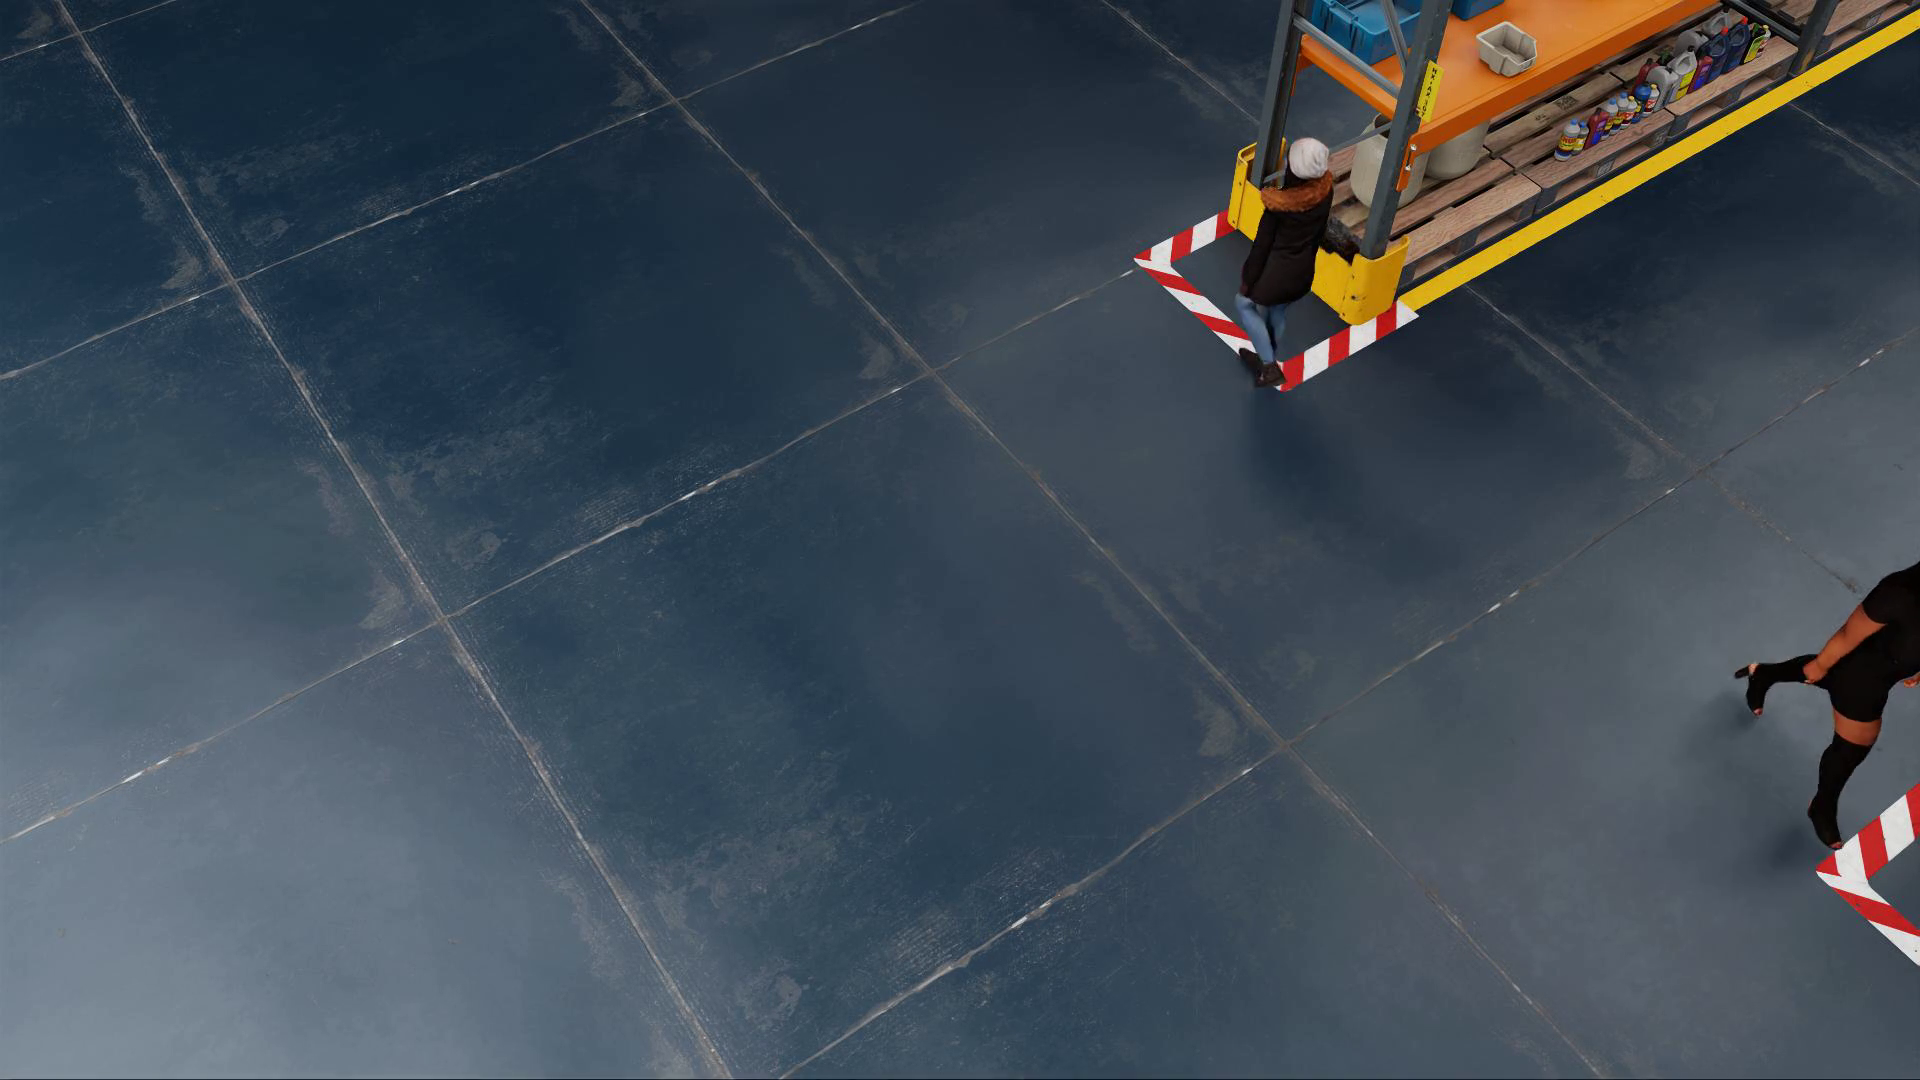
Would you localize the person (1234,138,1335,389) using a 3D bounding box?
[{"bbox_3d":[1.726,-1.396,8.780,0.659,1.626,0.732,-23,56,-17],"label":"person"}]

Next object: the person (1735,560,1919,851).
[{"bbox_3d":[3.889,0.476,7.218,1.176,1.804,0.916,-15,54,-12],"label":"person"}]
